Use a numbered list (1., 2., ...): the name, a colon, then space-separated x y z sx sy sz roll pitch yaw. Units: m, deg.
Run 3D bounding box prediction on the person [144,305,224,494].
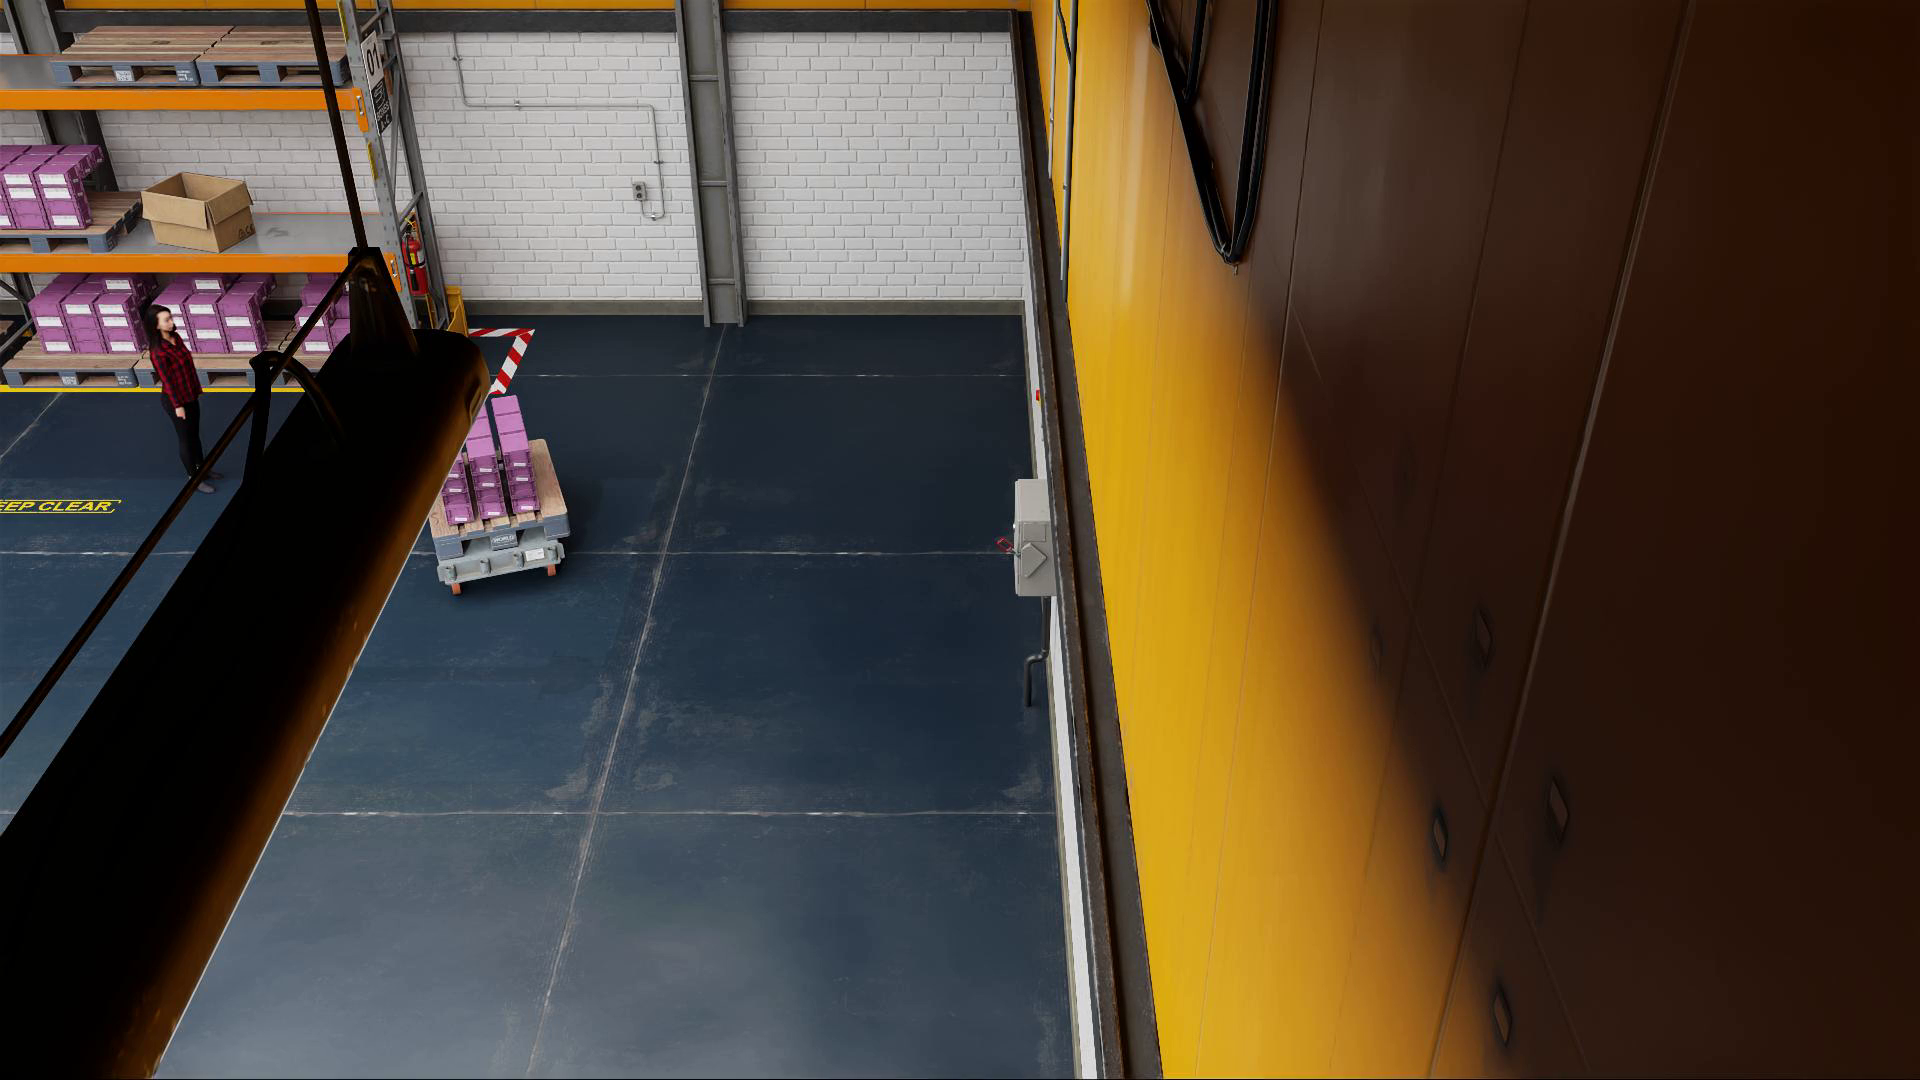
1. person: -6.409 -1.165 13.638 0.514 1.658 0.590 -2 34 -3
